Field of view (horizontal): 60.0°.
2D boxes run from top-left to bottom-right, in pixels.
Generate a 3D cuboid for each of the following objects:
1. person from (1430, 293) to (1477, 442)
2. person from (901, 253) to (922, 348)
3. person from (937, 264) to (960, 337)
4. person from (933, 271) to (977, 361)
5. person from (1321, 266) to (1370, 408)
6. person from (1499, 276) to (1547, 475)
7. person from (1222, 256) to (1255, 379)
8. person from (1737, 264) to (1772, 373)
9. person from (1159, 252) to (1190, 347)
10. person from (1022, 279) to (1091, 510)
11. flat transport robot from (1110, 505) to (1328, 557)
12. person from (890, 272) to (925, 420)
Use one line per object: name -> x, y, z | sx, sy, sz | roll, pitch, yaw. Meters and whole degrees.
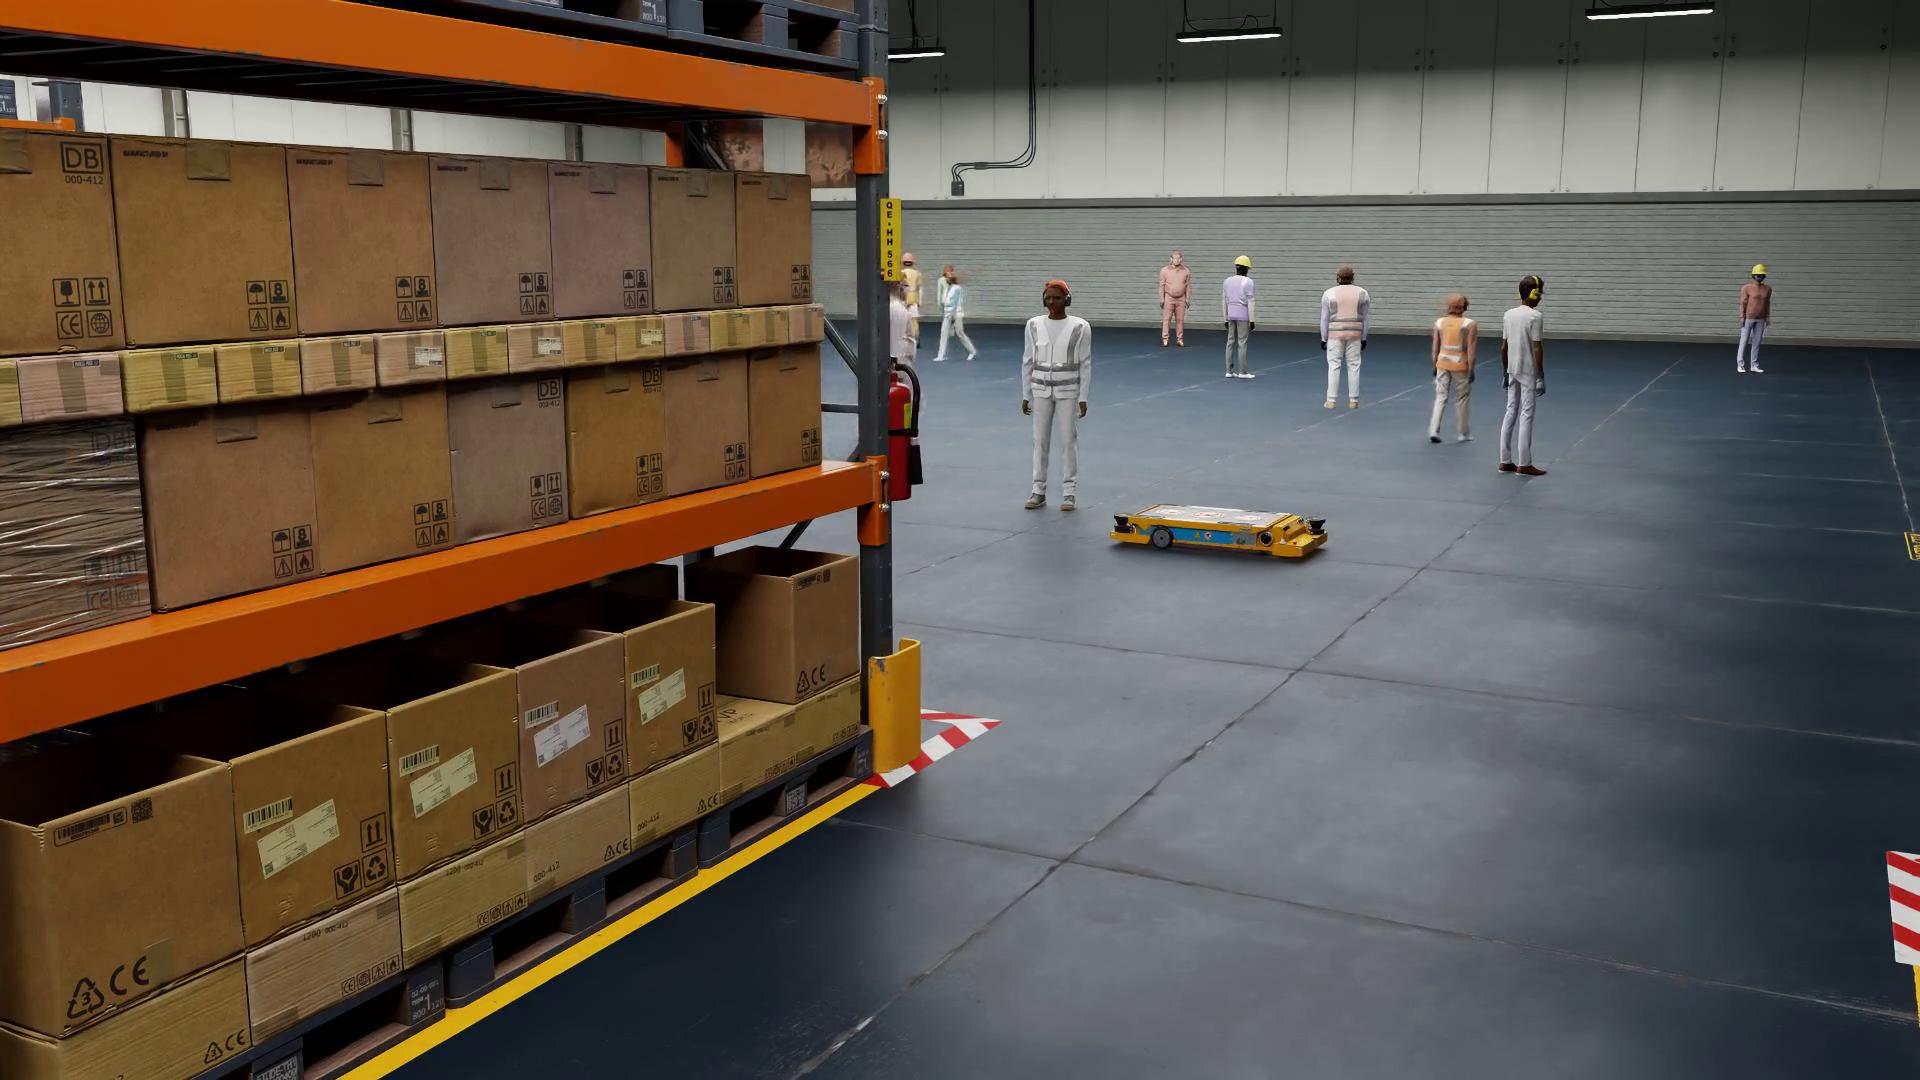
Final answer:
person -> 5.346, -1.852, 18.018 | 0.527, 1.637, 0.558 | 10, 14, 43
person -> -1.008, -4.773, 33.195 | 0.563, 1.895, 0.992 | -4, 11, -20
person -> -0.243, -5.213, 36.345 | 0.506, 1.612, 0.646 | 0, 10, -1
person -> -0.080, -3.994, 29.707 | 0.821, 1.608, 0.508 | -6, 12, -31
person -> 4.978, -2.619, 21.571 | 0.627, 1.845, 0.429 | 0, 10, 2
person -> 5.299, -1.539, 15.620 | 0.328, 1.865, 0.519 | -5, 11, -25
person -> 4.392, -3.492, 26.124 | 0.382, 1.917, 0.585 | -9, 14, -41
person -> 13.010, -3.617, 27.219 | 0.522, 1.768, 0.312 | -1, 10, -7
person -> 4.328, -4.839, 33.487 | 0.641, 1.913, 0.407 | -1, 10, -7
person -> 0.780, -1.182, 13.624 | 0.574, 1.883, 0.355 | 3, 11, 17
flat transport robot -> 1.871, -0.084, 12.032 | 1.431, 0.197, 0.652 | 5, 12, 27
person -> -0.605, -1.666, 16.252 | 0.445, 1.889, 0.649 | -6, 12, -29
